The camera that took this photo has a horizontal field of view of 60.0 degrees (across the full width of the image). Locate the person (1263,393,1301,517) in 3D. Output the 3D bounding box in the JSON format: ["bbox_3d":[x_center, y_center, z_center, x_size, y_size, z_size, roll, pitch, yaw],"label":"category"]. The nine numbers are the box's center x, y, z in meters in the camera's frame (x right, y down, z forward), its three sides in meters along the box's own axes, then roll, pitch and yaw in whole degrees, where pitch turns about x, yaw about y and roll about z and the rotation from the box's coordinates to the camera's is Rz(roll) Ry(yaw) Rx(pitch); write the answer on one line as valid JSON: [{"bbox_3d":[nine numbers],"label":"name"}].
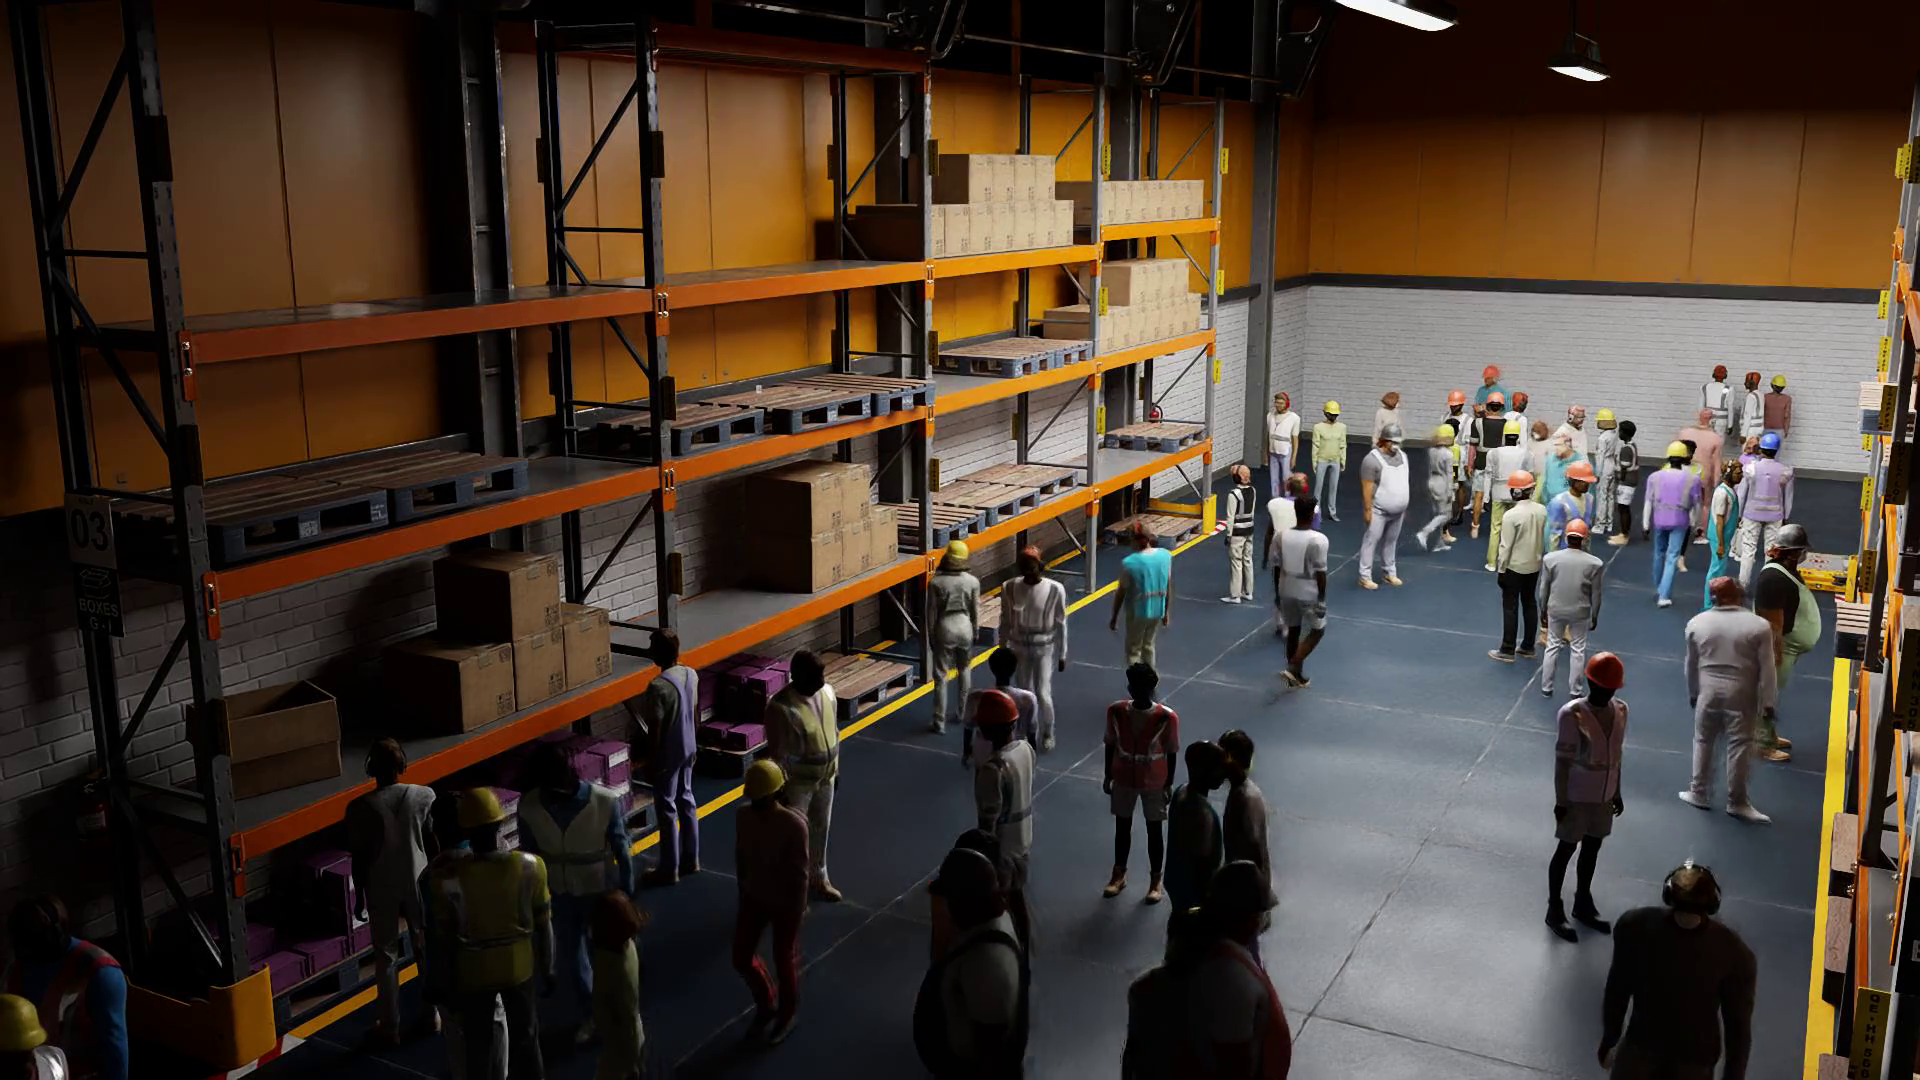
[{"bbox_3d":[4.665,-1.224,24.055,0.384,1.836,0.563,-10,16,-39],"label":"person"}]

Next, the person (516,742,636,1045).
[{"bbox_3d":[-2.194,2.007,9.489,0.611,1.873,0.486,1,13,5],"label":"person"}]

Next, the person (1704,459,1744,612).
[{"bbox_3d":[8.496,0.010,18.504,0.341,1.845,0.511,7,14,29],"label":"person"}]

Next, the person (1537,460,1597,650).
[{"bbox_3d":[6.414,0.158,17.433,0.608,2.033,0.427,-7,14,-29],"label":"person"}]

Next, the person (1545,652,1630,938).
[{"bbox_3d":[4.149,1.658,10.922,0.548,1.934,0.374,-5,13,-21],"label":"person"}]

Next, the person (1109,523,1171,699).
[{"bbox_3d":[1.680,0.696,15.564,0.599,1.807,0.605,-8,15,-33],"label":"person"}]

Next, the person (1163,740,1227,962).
[{"bbox_3d":[1.338,2.025,9.492,0.349,1.843,0.506,-2,13,-8],"label":"person"}]

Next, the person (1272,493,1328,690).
[{"bbox_3d":[3.273,0.518,16.000,0.625,1.940,0.451,12,17,43],"label":"person"}]

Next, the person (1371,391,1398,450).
[{"bbox_3d":[6.595,-1.514,25.843,0.517,1.617,0.347,-9,15,-34],"label":"person"}]

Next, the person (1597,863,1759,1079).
[{"bbox_3d":[3.283,2.387,7.667,0.661,1.929,0.422,9,15,34],"label":"person"}]

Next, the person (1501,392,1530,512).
[{"bbox_3d":[7.902,-1.171,23.700,0.356,1.887,0.572,-4,13,-15],"label":"person"}]

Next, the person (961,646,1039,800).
[{"bbox_3d":[0.287,1.572,11.959,0.540,1.648,0.875,-1,13,-4],"label":"person"}]

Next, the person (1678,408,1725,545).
[{"bbox_3d":[9.874,-0.833,22.207,0.618,1.877,0.670,-10,16,-38],"label":"person"}]

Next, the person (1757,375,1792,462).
[{"bbox_3d":[13.066,-1.784,26.738,0.525,1.761,0.342,2,13,8],"label":"person"}]

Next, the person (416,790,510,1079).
[{"bbox_3d":[-2.615,2.193,8.743,0.429,1.844,0.626,4,13,18],"label":"person"}]

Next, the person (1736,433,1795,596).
[{"bbox_3d":[9.467,-0.288,19.606,0.607,1.948,0.389,4,13,18],"label":"person"}]

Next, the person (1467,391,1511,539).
[{"bbox_3d":[7.235,-1.008,22.663,0.611,2.030,0.410,4,13,16],"label":"person"}]

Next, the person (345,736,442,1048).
[{"bbox_3d":[-3.237,2.008,9.562,0.508,1.846,0.345,-8,15,-32],"label":"person"}]

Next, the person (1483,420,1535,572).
[{"bbox_3d":[6.845,-0.537,20.790,0.586,1.920,0.396,3,13,14],"label":"person"}]

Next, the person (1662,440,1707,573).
[{"bbox_3d":[9.020,-0.418,20.750,0.553,1.685,0.408,-2,13,-8],"label":"person"}]

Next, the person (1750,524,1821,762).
[{"bbox_3d":[7.074,0.858,14.268,0.538,2.000,0.683,7,14,28],"label":"person"}]

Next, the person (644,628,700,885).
[{"bbox_3d":[-2.040,1.520,11.774,0.349,1.836,0.517,6,14,26],"label":"person"}]

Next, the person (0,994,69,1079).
[{"bbox_3d":[-3.756,2.665,6.672,0.403,1.825,0.593,5,14,23],"label":"person"}]

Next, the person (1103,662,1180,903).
[{"bbox_3d":[1.235,1.660,11.456,0.541,1.696,0.315,5,14,21],"label":"person"}]

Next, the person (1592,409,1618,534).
[{"bbox_3d":[8.921,-0.957,23.089,0.321,1.738,0.483,12,17,42],"label":"person"}]

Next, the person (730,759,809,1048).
[{"bbox_3d":[-1.088,2.072,9.489,0.545,1.745,0.422,7,14,28],"label":"person"}]

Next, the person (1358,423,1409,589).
[{"bbox_3d":[5.138,-0.421,19.994,0.690,2.000,0.537,-6,14,-27],"label":"person"}]

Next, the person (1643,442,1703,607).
[{"bbox_3d":[8.312,-0.197,19.383,0.605,1.873,0.996,9,15,35],"label":"person"}]

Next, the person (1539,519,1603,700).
[{"bbox_3d":[5.804,0.659,15.830,0.566,1.744,0.350,7,14,28],"label":"person"}]

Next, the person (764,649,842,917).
[{"bbox_3d":[-1.037,1.627,11.305,0.429,1.836,0.632,10,16,38],"label":"person"}]

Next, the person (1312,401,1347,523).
[{"bbox_3d":[5.267,-1.116,23.742,0.525,1.761,0.340,-3,13,-11],"label":"person"}]

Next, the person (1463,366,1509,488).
[{"bbox_3d":[8.297,-1.777,26.276,1.014,1.941,0.618,-5,14,-23],"label":"person"}]

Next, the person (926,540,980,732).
[{"bbox_3d":[-0.058,0.855,15.048,0.494,1.698,0.569,-3,13,-11],"label":"person"}]

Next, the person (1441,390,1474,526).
[{"bbox_3d":[7.007,-1.170,23.610,0.386,1.929,0.543,-10,16,-37],"label":"person"}]

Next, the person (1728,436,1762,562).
[{"bbox_3d":[10.117,-0.525,21.388,0.314,1.632,0.524,0,13,1],"label":"person"}]

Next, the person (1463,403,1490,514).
[{"bbox_3d":[7.620,-1.205,24.411,0.310,1.639,0.514,-1,13,-6],"label":"person"}]

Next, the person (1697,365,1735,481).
[{"bbox_3d":[12.240,-1.892,26.934,0.351,1.884,0.581,-11,17,-41],"label":"person"}]

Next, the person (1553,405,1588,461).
[{"bbox_3d":[8.214,-0.877,22.374,0.653,1.896,0.402,-12,17,-43],"label":"person"}]

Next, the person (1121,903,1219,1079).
[{"bbox_3d":[0.887,2.475,7.492,0.569,1.851,0.527,-6,14,-27],"label":"person"}]

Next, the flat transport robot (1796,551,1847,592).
[{"bbox_3d":[10.564,0.370,20.449,0.652,0.197,1.431,6,14,26],"label":"flat transport robot"}]

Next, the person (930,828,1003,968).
[{"bbox_3d":[0.048,2.308,8.050,0.379,1.917,0.597,-6,14,-26],"label":"person"}]

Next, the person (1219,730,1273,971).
[{"bbox_3d":[1.621,2.029,9.527,0.336,1.833,0.677,0,13,2],"label":"person"}]

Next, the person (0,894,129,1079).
[{"bbox_3d":[-4.052,2.464,7.556,0.636,1.836,0.431,4,13,16],"label":"person"}]

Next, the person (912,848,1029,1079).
[{"bbox_3d":[0.038,2.319,7.724,1.063,2.000,0.694,2,13,9],"label":"person"}]

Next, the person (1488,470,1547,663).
[{"bbox_3d":[5.721,0.267,17.047,0.617,1.986,0.407,-7,14,-29],"label":"person"}]

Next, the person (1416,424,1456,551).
[{"bbox_3d":[6.267,-0.672,21.833,0.587,1.716,0.501,-5,14,-22],"label":"person"}]

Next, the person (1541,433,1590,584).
[{"bbox_3d":[7.296,-0.353,20.063,0.605,1.870,0.759,-7,15,-30],"label":"person"}]

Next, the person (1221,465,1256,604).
[{"bbox_3d":[3.258,-0.070,19.352,0.315,1.629,0.509,10,16,39],"label":"person"}]

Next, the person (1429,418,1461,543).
[{"bbox_3d":[6.590,-0.814,22.550,0.319,1.691,0.536,-3,13,-13],"label":"person"}]

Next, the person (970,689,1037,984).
[{"bbox_3d":[0.239,1.843,10.114,0.388,1.930,0.544,7,14,29],"label":"person"}]

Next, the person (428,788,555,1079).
[{"bbox_3d":[-2.396,2.201,8.558,0.605,1.913,0.443,-6,14,-24],"label":"person"}]

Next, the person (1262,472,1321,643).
[{"bbox_3d":[3.572,0.171,17.817,0.615,1.821,0.594,6,14,25],"label":"person"}]

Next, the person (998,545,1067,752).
[{"bbox_3d":[0.609,0.961,14.200,0.580,1.867,0.419,4,13,17],"label":"person"}]

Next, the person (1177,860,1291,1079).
[{"bbox_3d":[1.201,2.386,7.428,0.535,2.000,0.695,-2,13,-9],"label":"person"}]

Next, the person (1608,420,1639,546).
[{"bbox_3d":[8.937,-0.763,22.327,0.330,1.686,0.534,5,14,23],"label":"person"}]

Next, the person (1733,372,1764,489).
[{"bbox_3d":[12.404,-1.696,26.088,0.350,1.878,0.567,10,16,38],"label":"person"}]

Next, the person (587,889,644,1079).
[{"bbox_3d":[-1.614,2.444,8.132,0.728,1.610,0.504,-3,13,-15],"label":"person"}]

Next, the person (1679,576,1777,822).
[{"bbox_3d":[6.063,1.229,13.006,0.779,1.875,0.398,11,17,42],"label":"person"}]
